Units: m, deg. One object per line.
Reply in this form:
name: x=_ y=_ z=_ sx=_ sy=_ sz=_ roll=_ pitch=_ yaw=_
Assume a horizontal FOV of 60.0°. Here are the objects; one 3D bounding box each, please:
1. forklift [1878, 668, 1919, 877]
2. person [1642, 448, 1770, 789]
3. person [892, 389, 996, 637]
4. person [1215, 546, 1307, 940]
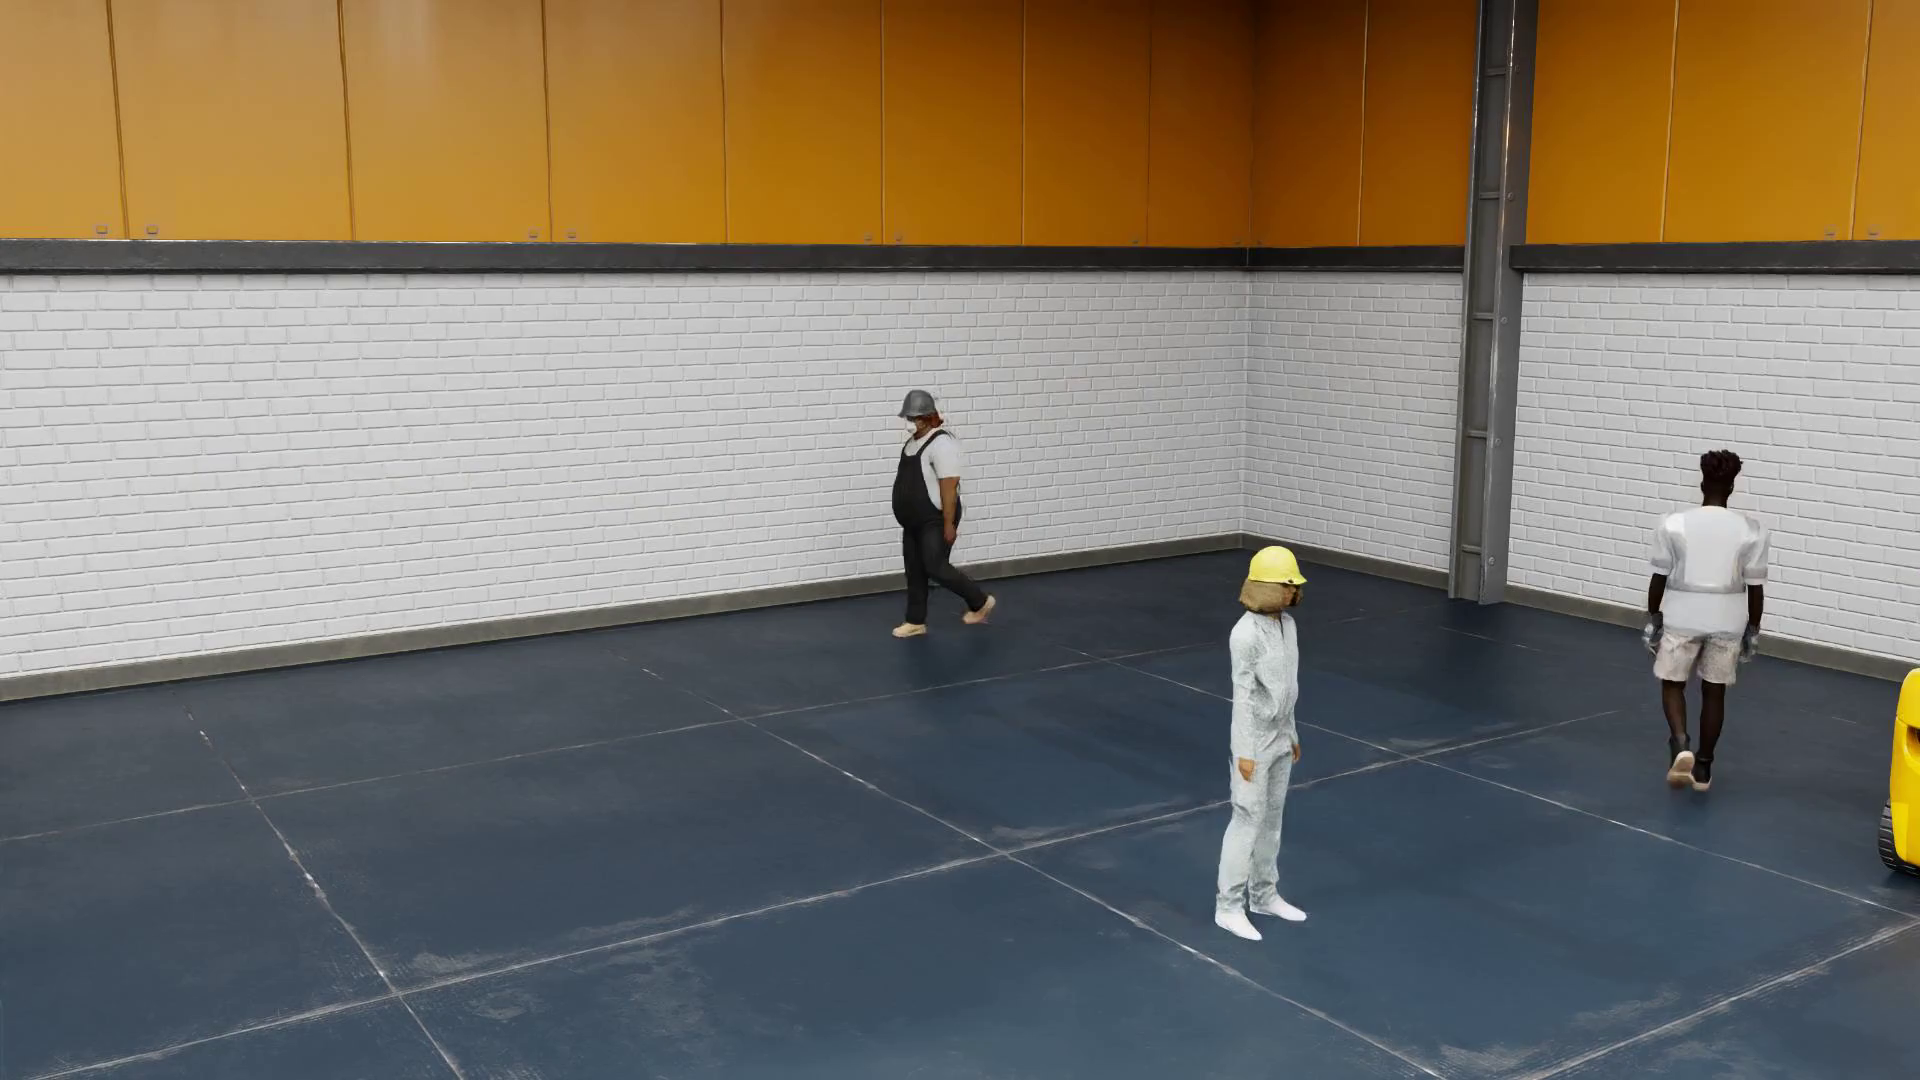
forklift: x=5.511 y=0.571 z=7.906 sx=2.313 sy=2.155 sz=1.214 roll=-6 pitch=11 yaw=-33
person: x=4.143 y=0.468 z=9.256 sx=0.624 sy=1.948 sz=0.581 roll=3 pitch=10 yaw=20
person: x=-0.167 y=-0.230 z=13.195 sx=0.764 sy=2.000 sz=0.718 roll=-5 pitch=11 yaw=-26
person: x=1.368 y=0.884 z=7.382 sx=0.302 sy=1.744 sz=0.489 roll=7 pitch=12 yaw=36
